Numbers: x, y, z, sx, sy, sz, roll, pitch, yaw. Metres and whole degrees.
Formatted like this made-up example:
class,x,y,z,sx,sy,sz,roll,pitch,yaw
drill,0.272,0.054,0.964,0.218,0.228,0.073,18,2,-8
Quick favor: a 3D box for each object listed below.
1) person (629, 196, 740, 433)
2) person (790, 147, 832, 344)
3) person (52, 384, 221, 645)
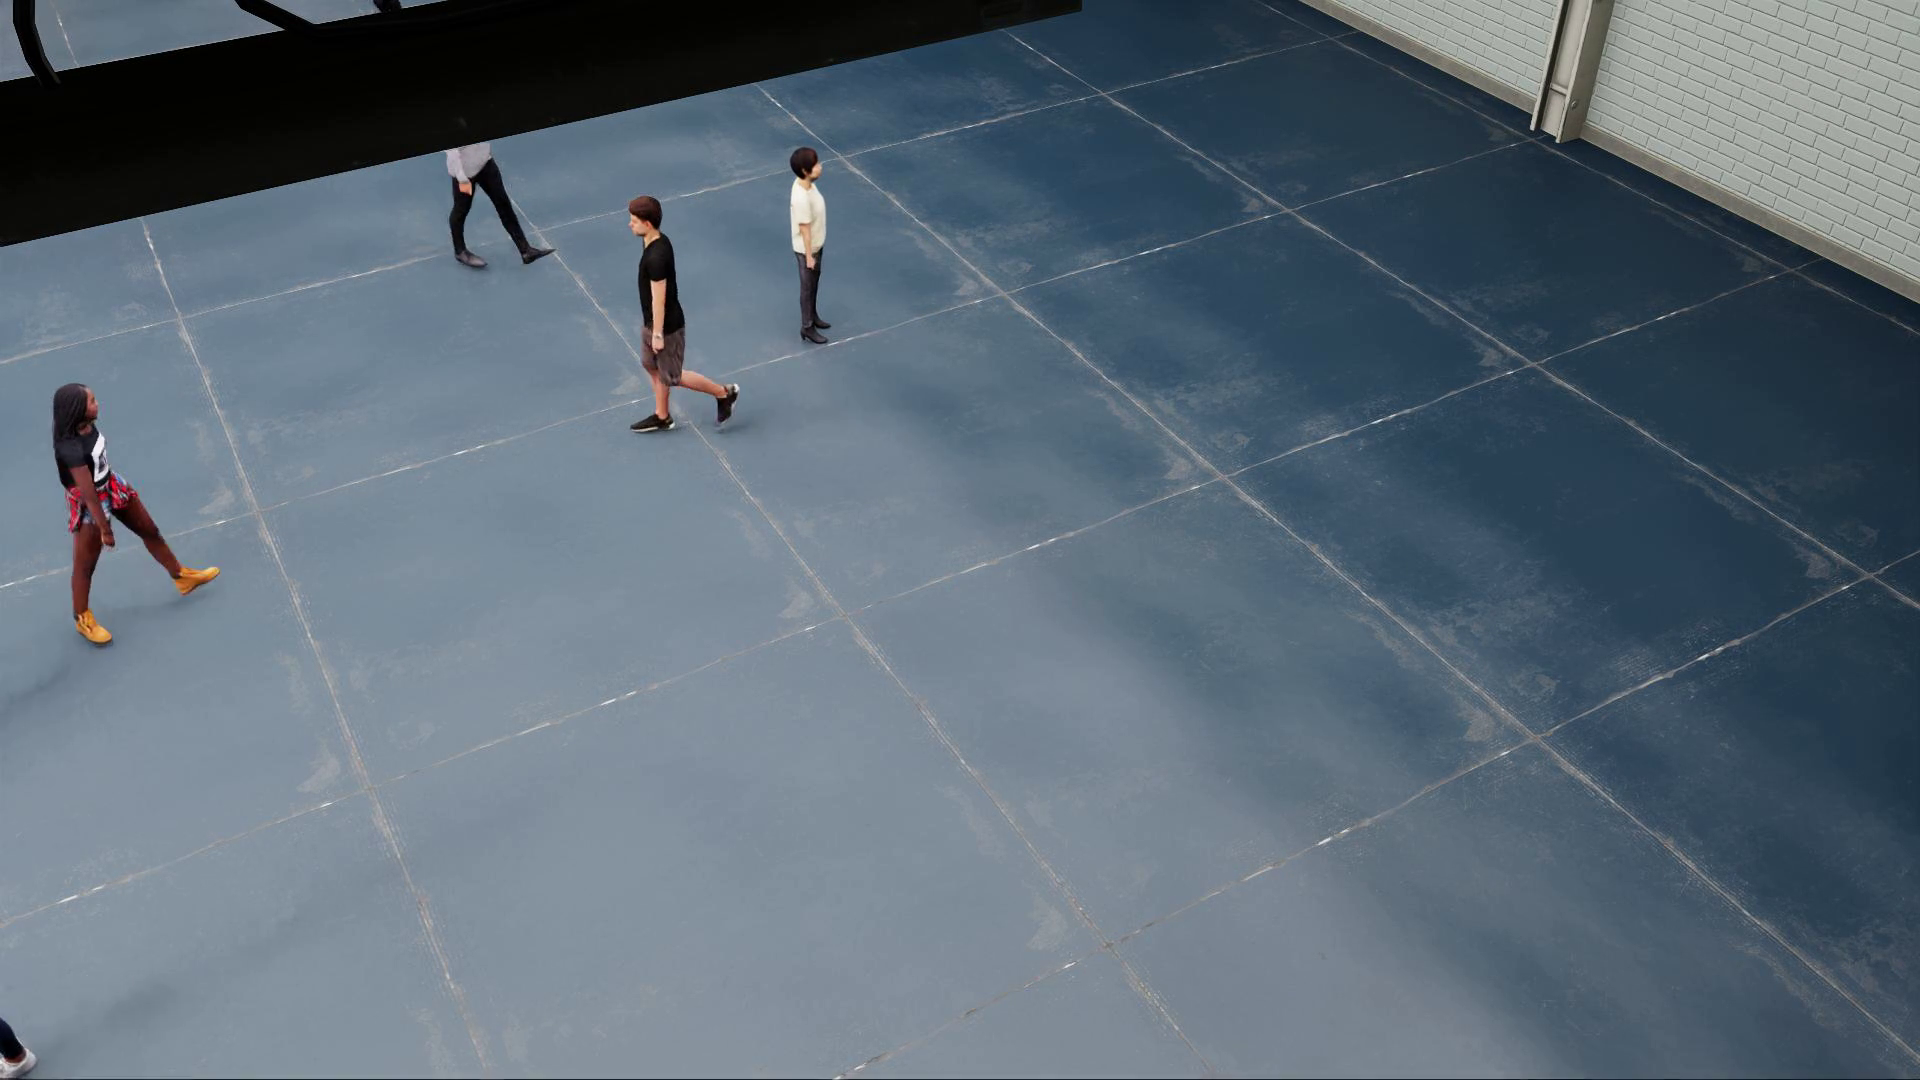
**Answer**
class,x,y,z,sx,sy,sz,roll,pitch,yaw
person,-1.994,-1.538,11.655,0.877,1.842,1.042,-10,39,-13
person,-1.162,-2.272,12.800,0.709,1.586,0.590,1,38,1
person,-5.259,-0.164,10.032,0.923,1.676,1.098,-6,38,-7
